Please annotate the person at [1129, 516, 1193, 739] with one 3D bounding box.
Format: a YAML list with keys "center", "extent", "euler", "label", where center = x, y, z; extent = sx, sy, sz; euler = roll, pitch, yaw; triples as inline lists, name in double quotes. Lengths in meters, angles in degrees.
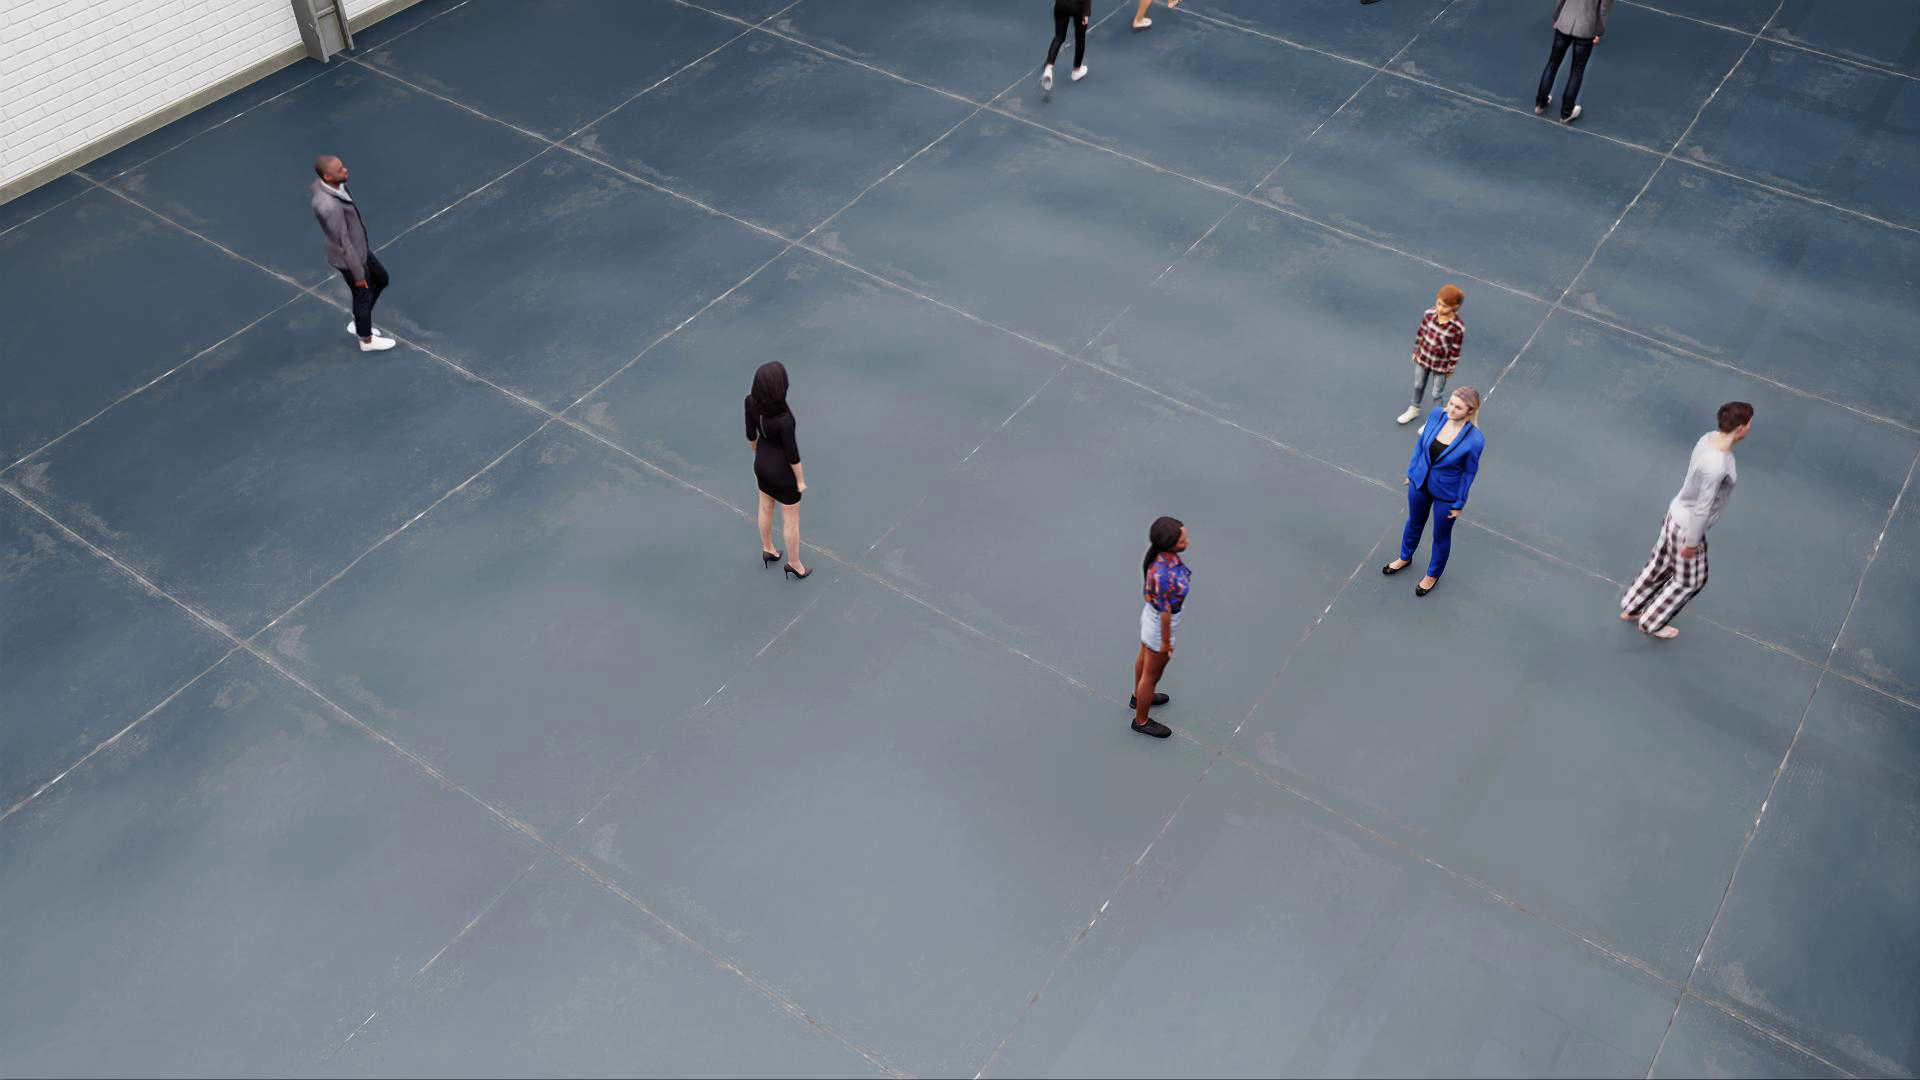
- center: [1.242, 0.517, 10.353]
  extent: [0.727, 1.742, 0.619]
  euler: [2, 44, 2]
  label: "person"

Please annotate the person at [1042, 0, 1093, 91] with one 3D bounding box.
- center: [1.057, -5.247, 16.446]
  extent: [0.674, 1.684, 1.012]
  euler: [22, 48, 22]
  label: "person"

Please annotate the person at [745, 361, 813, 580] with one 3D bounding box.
- center: [-1.251, -0.463, 11.336]
  extent: [0.618, 1.804, 0.507]
  euler: [31, 52, 28]
  label: "person"

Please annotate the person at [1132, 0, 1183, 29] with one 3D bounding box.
- center: [2.054, -6.228, 17.412]
  extent: [1.194, 1.772, 0.898]
  euler: [-29, 51, -27]
  label: "person"

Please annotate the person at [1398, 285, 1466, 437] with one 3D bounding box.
- center: [3.638, -1.392, 12.674]
  extent: [0.551, 1.304, 0.561]
  euler: [-34, 53, -31]
  label: "person"

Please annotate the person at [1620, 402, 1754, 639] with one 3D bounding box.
- center: [4.760, -0.105, 10.952]
  extent: [0.874, 1.817, 0.752]
  euler: [19, 47, 19]
  label: "person"

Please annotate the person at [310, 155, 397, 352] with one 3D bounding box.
- center: [-4.932, -2.249, 13.212]
  extent: [0.906, 1.804, 0.863]
  euler: [-10, 45, -11]
  label: "person"

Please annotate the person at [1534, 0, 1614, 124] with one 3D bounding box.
- center: [5.937, -4.940, 15.988]
  extent: [0.676, 1.870, 0.592]
  euler: [28, 50, 26]
  label: "person"

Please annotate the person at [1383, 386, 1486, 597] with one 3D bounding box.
- center: [3.259, -0.360, 11.304]
  extent: [0.633, 1.700, 0.673]
  euler: [-29, 51, -27]
  label: "person"
